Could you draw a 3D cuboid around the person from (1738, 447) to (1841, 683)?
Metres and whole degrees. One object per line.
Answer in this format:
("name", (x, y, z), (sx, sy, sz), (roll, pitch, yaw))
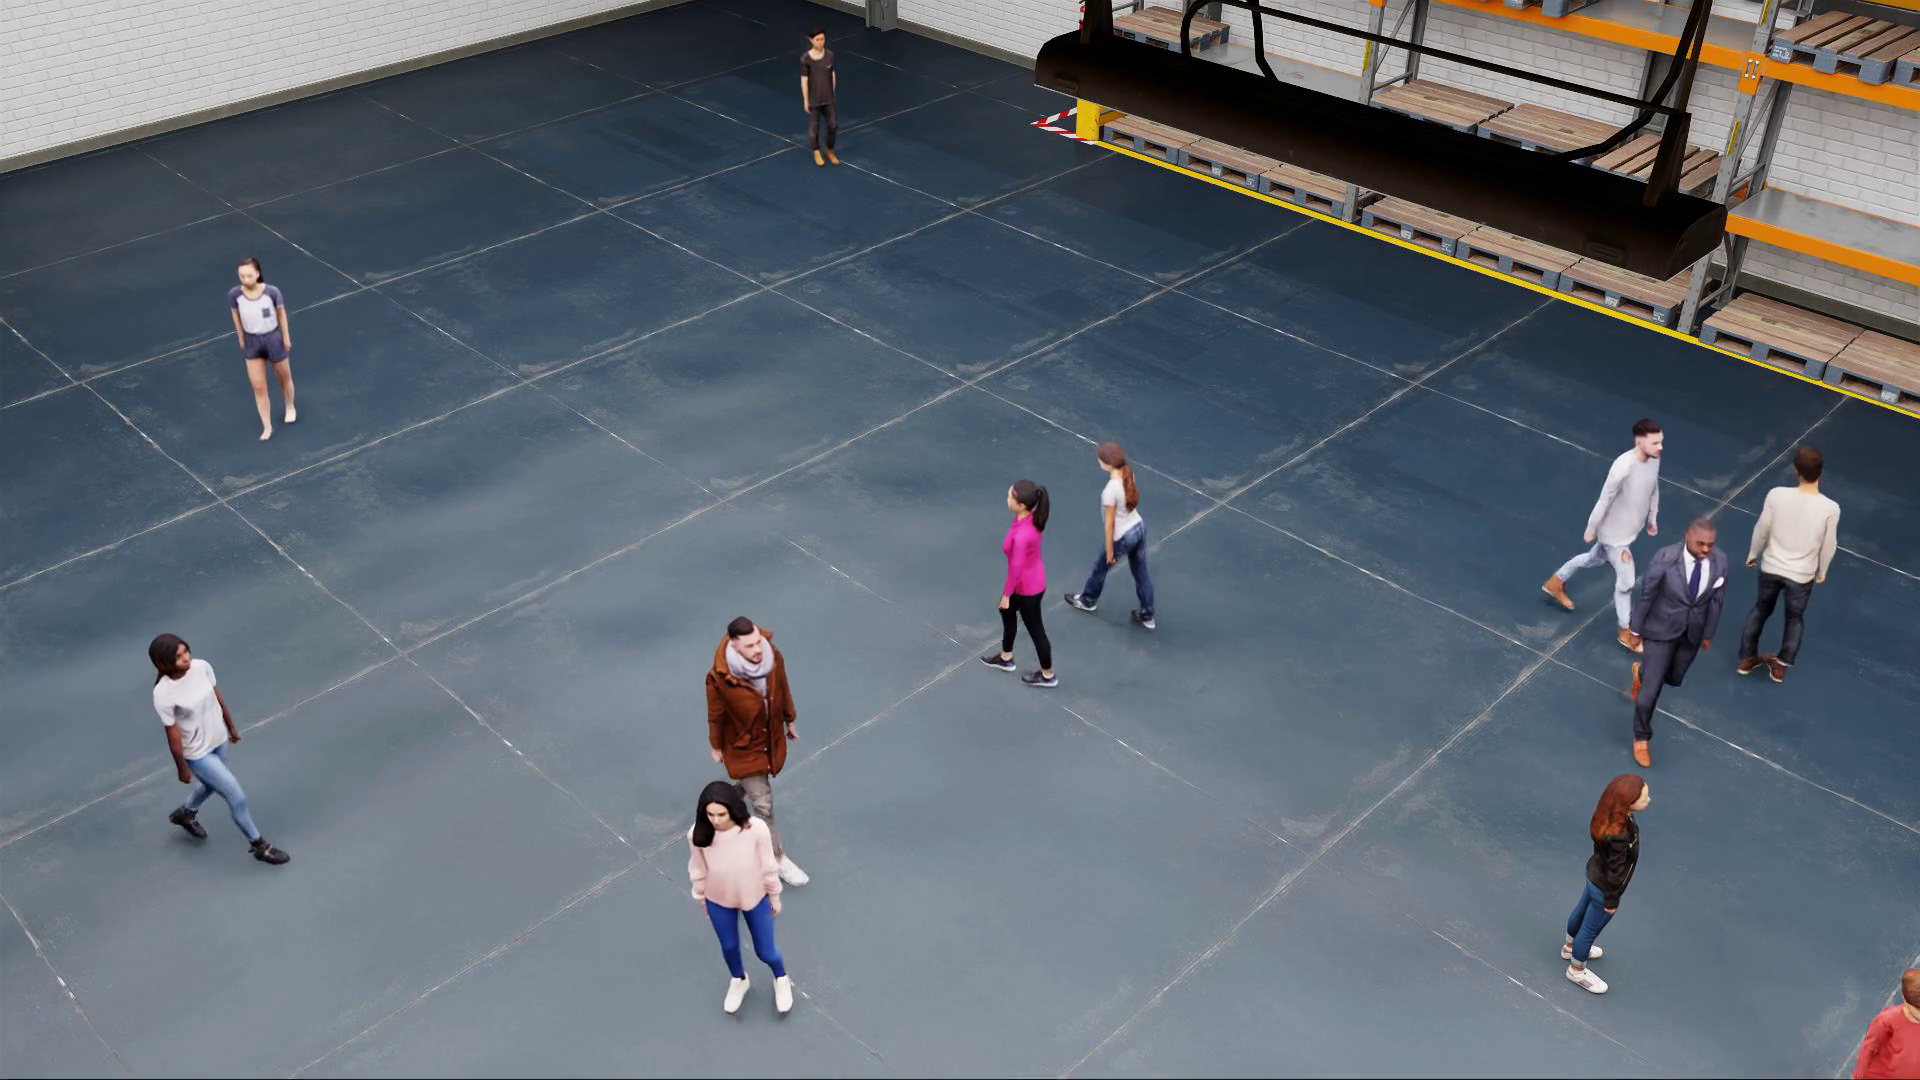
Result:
("person", (5.704, 0.240, 11.543), (0.775, 1.830, 0.615), (-28, 42, -35))

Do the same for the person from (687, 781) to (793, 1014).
("person", (-1.196, 1.938, 9.061), (0.759, 1.750, 0.823), (0, 34, 1))

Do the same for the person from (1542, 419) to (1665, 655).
("person", (4.725, -0.122, 12.121), (0.748, 1.793, 1.211), (-27, 42, -34))

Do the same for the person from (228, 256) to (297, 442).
("person", (-6.142, -1.760, 14.735), (0.873, 1.628, 0.991), (-7, 34, -10))

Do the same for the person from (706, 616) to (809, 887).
("person", (-1.310, 1.198, 10.132), (1.120, 1.798, 0.745), (27, 42, 34))

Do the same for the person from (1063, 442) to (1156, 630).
("person", (1.248, -0.001, 12.186), (0.678, 1.520, 0.946), (-27, 42, -34))

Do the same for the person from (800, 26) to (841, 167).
("person", (-1.730, -5.395, 20.134), (0.707, 1.704, 0.720), (-12, 36, -18))

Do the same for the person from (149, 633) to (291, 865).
("person", (-4.660, 1.265, 10.133), (1.173, 1.685, 0.957), (8, 34, 12))

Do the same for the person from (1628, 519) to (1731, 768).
("person", (4.715, 0.578, 11.065), (1.091, 1.798, 1.150), (1, 34, 1))

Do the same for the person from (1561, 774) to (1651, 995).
("person", (3.631, 1.893, 9.370), (0.674, 1.483, 0.646), (6, 34, 9))

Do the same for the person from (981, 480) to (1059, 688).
("person", (0.561, 0.325, 11.550), (0.945, 1.680, 0.850), (6, 34, 9))
